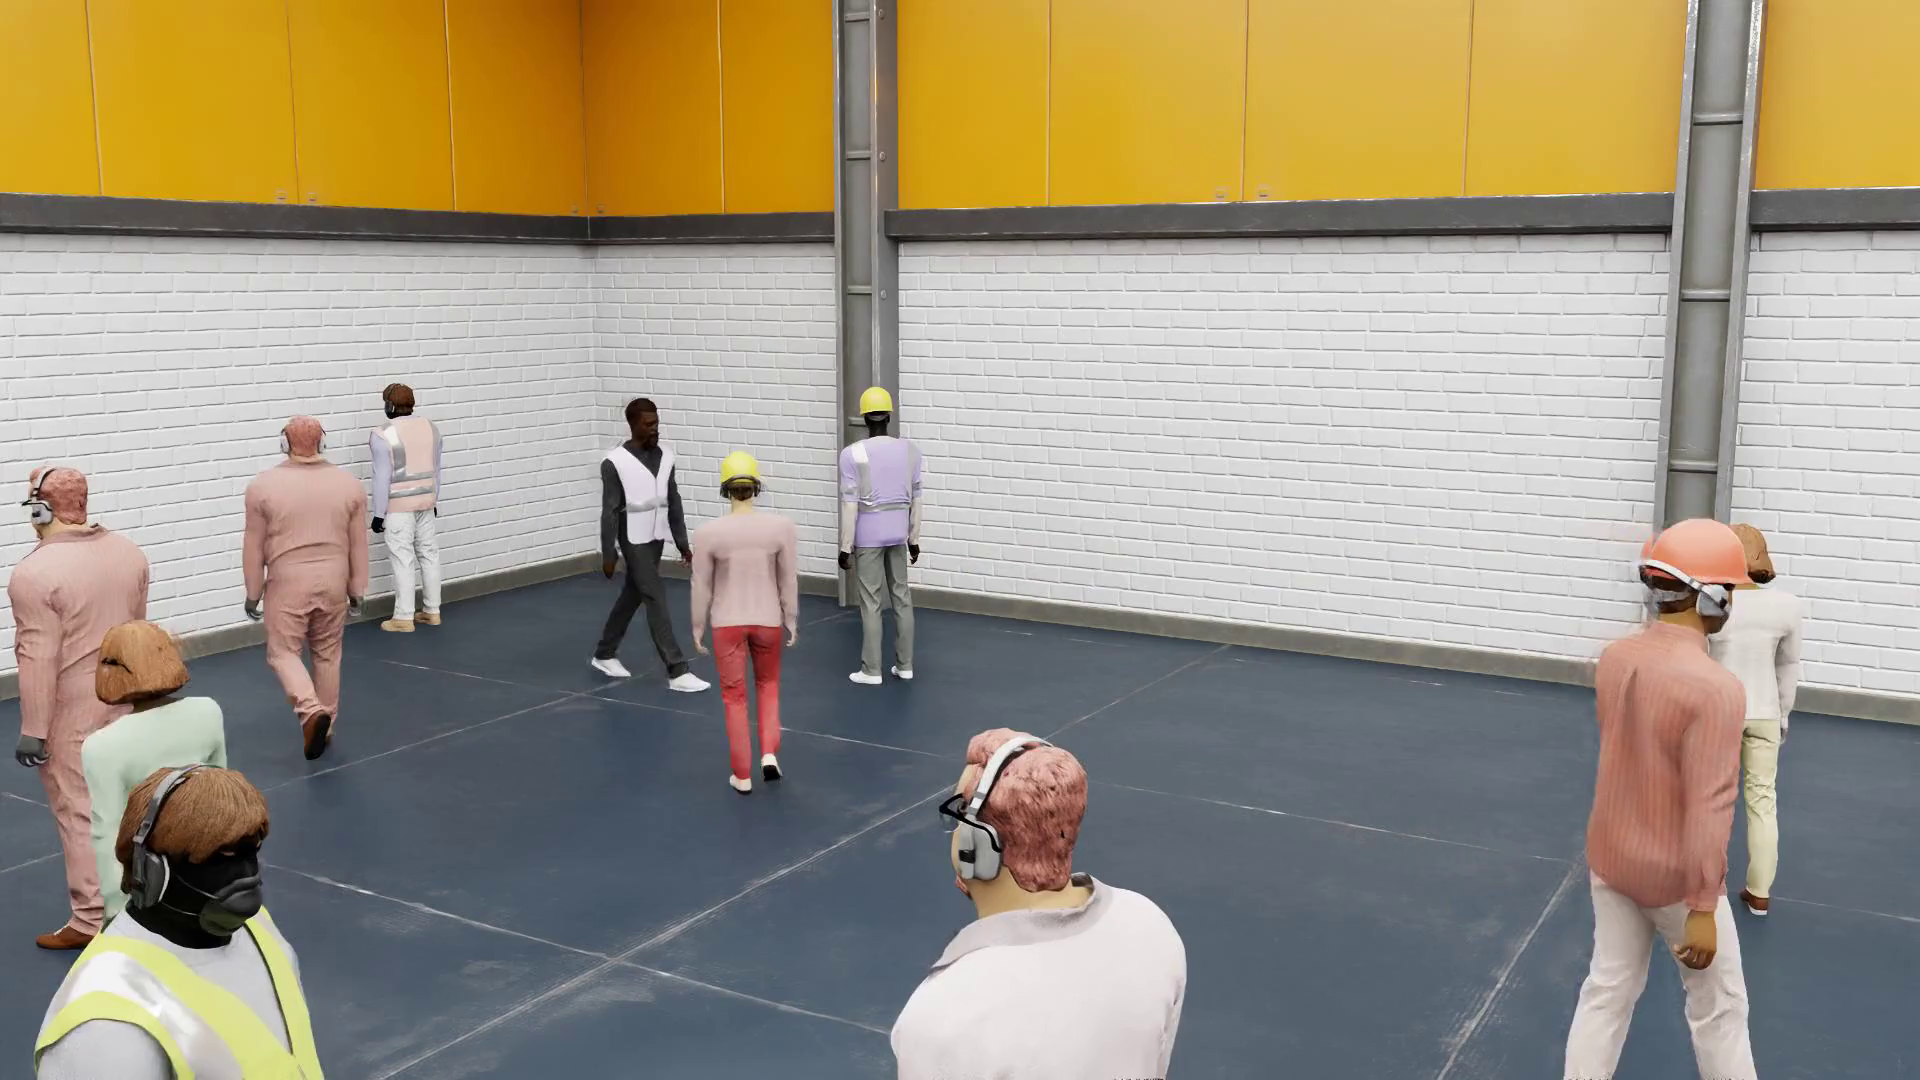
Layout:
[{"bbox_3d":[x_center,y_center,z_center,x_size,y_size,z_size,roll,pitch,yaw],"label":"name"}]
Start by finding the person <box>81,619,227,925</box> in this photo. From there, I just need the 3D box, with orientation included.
[{"bbox_3d":[-2.420,1.032,5.137,0.801,1.605,0.503,5,10,29],"label":"person"}]

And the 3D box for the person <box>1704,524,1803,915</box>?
[{"bbox_3d":[3.181,0.744,6.846,0.498,1.631,0.283,0,9,0],"label":"person"}]

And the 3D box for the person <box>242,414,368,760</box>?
[{"bbox_3d":[-3.550,0.255,9.090,0.652,1.888,0.725,-7,12,-38],"label":"person"}]

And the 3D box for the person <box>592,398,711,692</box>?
[{"bbox_3d":[-2.037,0.018,10.687,1.035,1.871,0.608,5,10,28],"label":"person"}]

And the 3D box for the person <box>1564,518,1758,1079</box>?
[{"bbox_3d":[2.101,0.915,4.728,0.823,1.962,0.649,-2,9,-13],"label":"person"}]

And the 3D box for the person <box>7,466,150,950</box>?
[{"bbox_3d":[-3.478,0.655,6.560,0.403,1.904,0.652,2,9,12],"label":"person"}]

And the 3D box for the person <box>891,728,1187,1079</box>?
[{"bbox_3d":[0.094,1.254,2.810,0.403,1.911,0.637,8,12,41],"label":"person"}]

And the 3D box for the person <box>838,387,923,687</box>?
[{"bbox_3d":[-0.523,-0.021,10.710,0.594,1.922,0.376,-6,11,-32],"label":"person"}]

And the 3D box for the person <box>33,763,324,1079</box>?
[{"bbox_3d":[-1.282,1.279,2.870,0.430,1.840,0.625,-1,9,-4],"label":"person"}]

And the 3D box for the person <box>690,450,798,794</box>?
[{"bbox_3d":[-1.100,0.420,8.460,0.545,1.754,0.364,-3,10,-19],"label":"person"}]

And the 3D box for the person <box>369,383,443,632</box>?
[{"bbox_3d":[-4.119,-0.240,12.341,0.430,1.845,0.621,5,11,30],"label":"person"}]
